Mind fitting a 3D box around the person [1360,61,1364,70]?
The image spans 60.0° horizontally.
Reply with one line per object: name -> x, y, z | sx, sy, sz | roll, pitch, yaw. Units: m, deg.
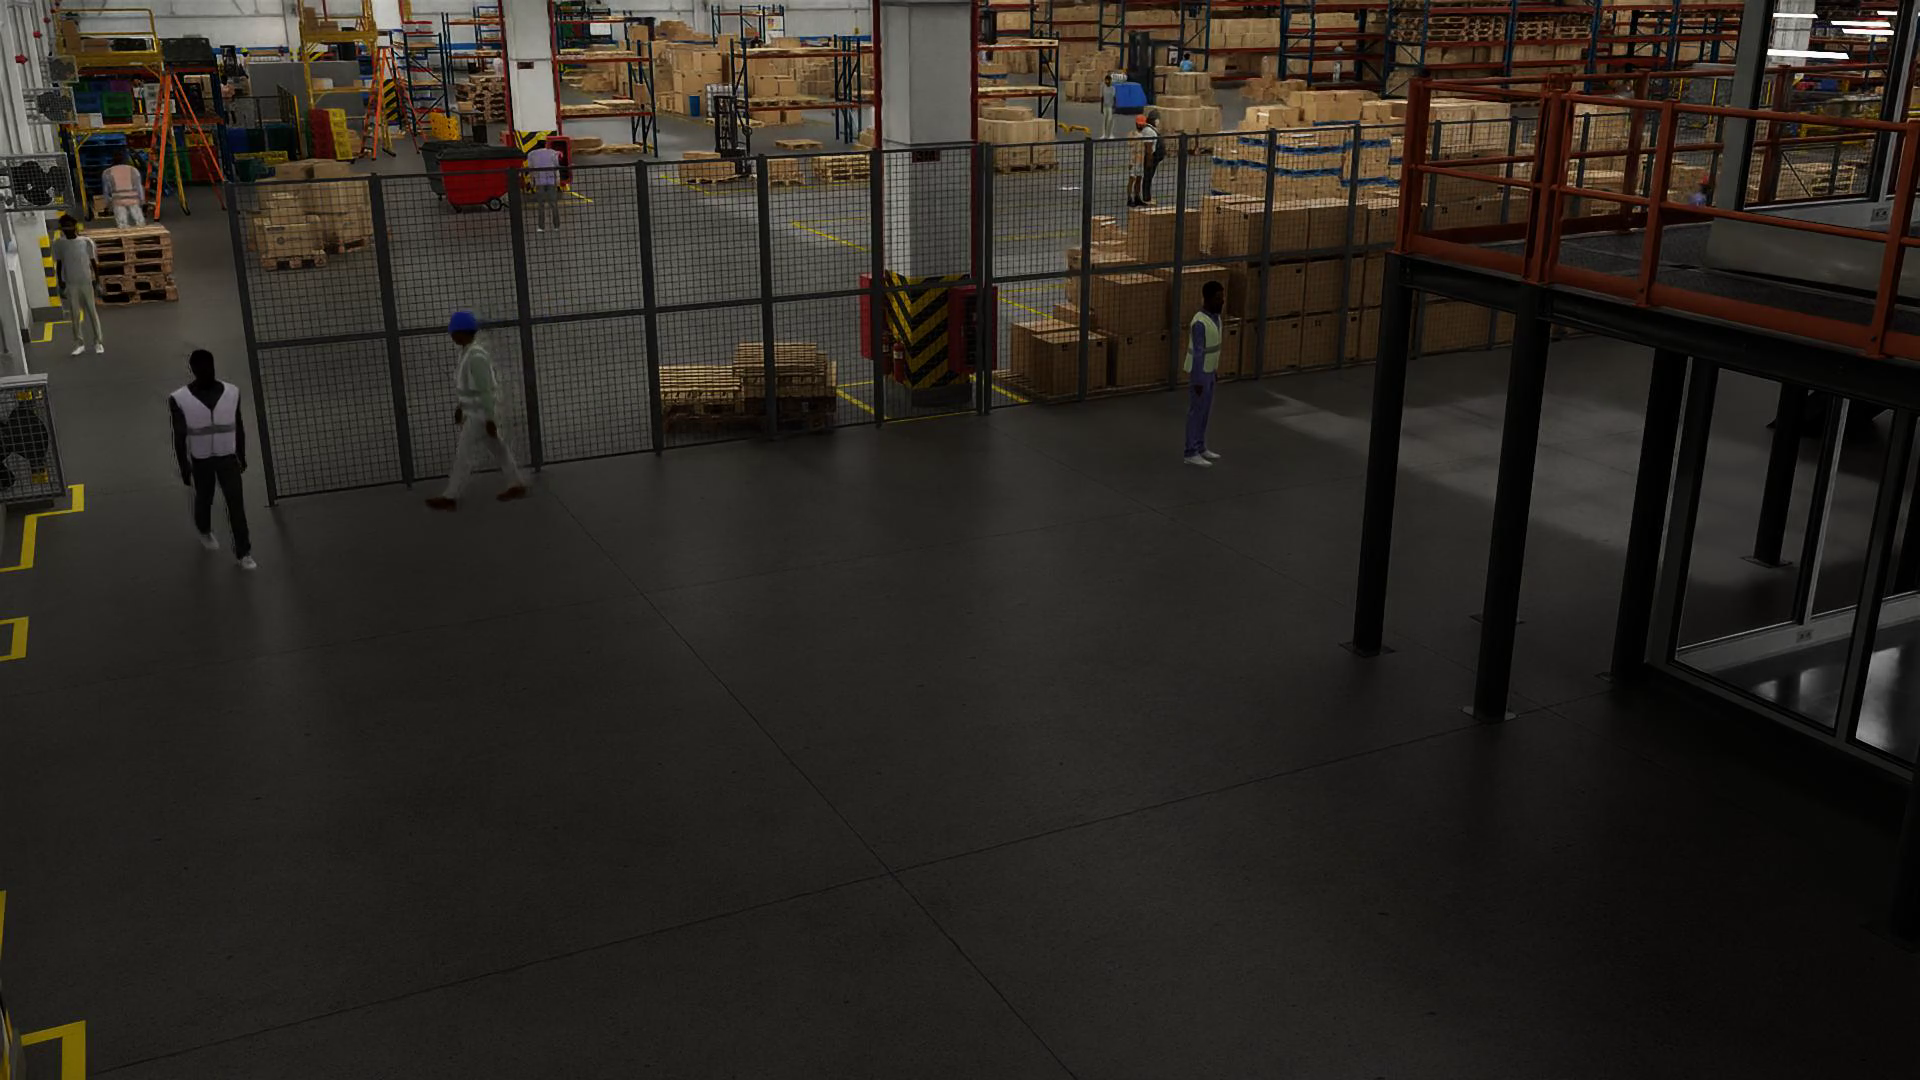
person -> 16.824, -19.551, 68.801 | 0.589, 1.917, 0.553 | -10, 21, -26

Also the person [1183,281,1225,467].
person -> 2.500, -1.717, 17.116 | 0.384, 1.913, 0.593 | 8, 21, 22

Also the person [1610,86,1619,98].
person -> 19.113, -12.471, 48.727 | 0.359, 1.625, 0.513 | 12, 23, 32

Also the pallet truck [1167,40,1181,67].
pallet truck -> 9.045, -19.971, 69.895 | 0.823, 1.965, 1.885 | -3, 19, -8

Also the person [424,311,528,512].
person -> -4.610, -1.227, 15.716 | 0.991, 1.893, 0.638 | -8, 21, -23

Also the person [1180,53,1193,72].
person -> 8.981, -18.440, 65.949 | 0.542, 1.668, 0.453 | 10, 21, 27

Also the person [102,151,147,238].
person -> -14.868, -5.977, 29.590 | 0.716, 1.822, 0.468 | -9, 21, -25

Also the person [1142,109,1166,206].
person -> 4.161, -8.255, 35.867 | 0.536, 2.000, 0.688 | 3, 19, 8

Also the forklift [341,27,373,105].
forklift -> -22.275, -17.346, 60.954 | 1.873, 2.768, 1.129 | -9, 21, -25

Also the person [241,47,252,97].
person -> -27.825, -18.264, 65.050 | 0.359, 1.930, 0.586 | -4, 20, -13

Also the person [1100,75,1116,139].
person -> 4.434, -12.938, 49.723 | 0.511, 1.860, 0.325 | 14, 24, 36

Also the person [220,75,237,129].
person -> -23.162, -13.840, 52.577 | 0.530, 1.696, 0.322 | 3, 19, 10

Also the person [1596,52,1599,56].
person -> 29.706, -22.745, 78.221 | 0.825, 1.798, 0.754 | 13, 23, 33

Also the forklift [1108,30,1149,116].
forklift -> 6.116, -16.192, 57.608 | 1.873, 2.768, 1.129 | -9, 21, -25

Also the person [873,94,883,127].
person -> -1.914, -10.393, 42.356 | 0.896, 1.846, 0.605 | 15, 24, 37

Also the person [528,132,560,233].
person -> -8.033, -6.915, 32.178 | 0.584, 1.918, 0.407 | -7, 20, -20

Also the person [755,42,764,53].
person -> -8.291, -19.735, 69.300 | 0.372, 1.940, 0.631 | 5, 20, 15

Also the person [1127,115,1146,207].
person -> 3.826, -8.136, 35.686 | 0.545, 1.933, 0.376 | -15, 24, -37

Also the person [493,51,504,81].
person -> -17.249, -17.366, 62.434 | 0.631, 1.940, 0.372 | 18, 26, 41

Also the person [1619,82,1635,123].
person -> 20.322, -13.161, 50.769 | 0.517, 1.594, 0.852 | 3, 19, 7

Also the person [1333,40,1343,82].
person -> 16.239, -20.444, 71.366 | 0.372, 1.934, 0.627 | -4, 19, -11

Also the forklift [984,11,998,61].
forklift -> 1.552, -25.166, 83.622 | 1.873, 2.768, 1.129 | -9, 21, -25

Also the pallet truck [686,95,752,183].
pallet truck -> -5.836, -9.608, 39.856 | 0.823, 1.965, 1.885 | 10, 22, 27

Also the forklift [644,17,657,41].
forklift -> -13.579, -21.590, 73.255 | 1.873, 2.768, 1.129 | 0, 19, 0

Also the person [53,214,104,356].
person -> -11.642, -3.374, 21.986 | 0.534, 1.864, 0.310 | -6, 20, -16

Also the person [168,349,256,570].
person -> -6.451, -0.733, 14.323 | 0.597, 1.888, 0.985 | -15, 24, -37

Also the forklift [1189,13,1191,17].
forklift -> 10.532, -23.760, 79.546 | 1.129, 2.768, 1.873 | -9, 21, -25

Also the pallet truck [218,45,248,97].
pallet truck -> -28.879, -18.665, 66.111 | 0.823, 1.965, 1.885 | -3, 19, -9

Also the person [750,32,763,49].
person -> -9.615, -23.027, 78.758 | 0.609, 1.995, 0.375 | -3, 19, -9

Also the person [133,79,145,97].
person -> -25.348, -13.404, 51.421 | 0.525, 1.627, 0.323 | 6, 20, 17

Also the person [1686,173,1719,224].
person -> 11.644, -4.794, 26.079 | 1.003, 1.878, 0.554 | -2, 19, -6

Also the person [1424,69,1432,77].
person -> 14.441, -13.720, 51.900 | 0.993, 1.924, 0.608 | -10, 22, -28

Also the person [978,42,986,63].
person -> 0.868, -20.129, 70.545 | 0.967, 1.864, 0.560 | 15, 24, 37
